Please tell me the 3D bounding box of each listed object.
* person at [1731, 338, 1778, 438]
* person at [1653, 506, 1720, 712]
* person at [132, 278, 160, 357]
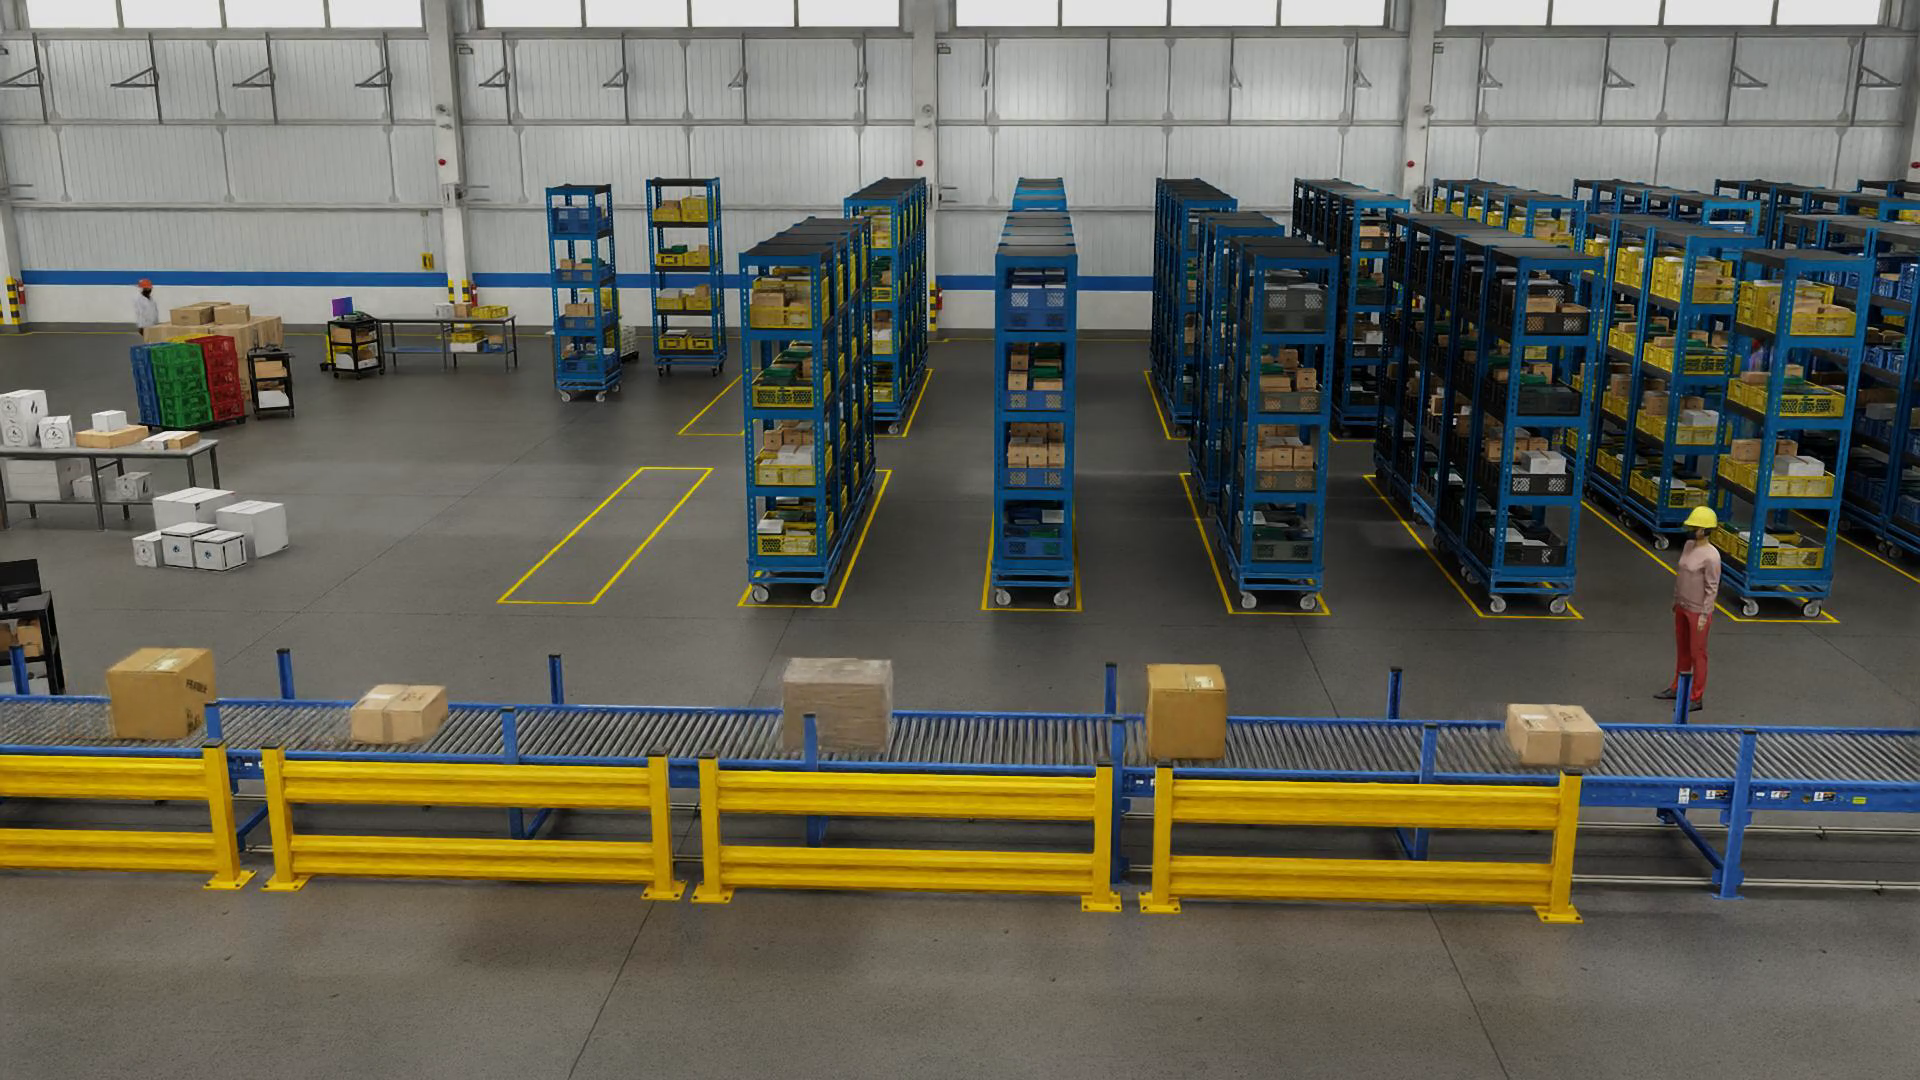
[{"bbox_3d":[11.510,-2.125,24.007,0.942,1.812,0.560,7,17,25],"label":"person"},{"bbox_3d":[6.184,0.574,14.055,0.309,1.772,0.525,-2,15,-6],"label":"person"},{"bbox_3d":[-15.290,-4.059,31.317,0.636,1.731,0.582,3,15,12],"label":"person"}]
